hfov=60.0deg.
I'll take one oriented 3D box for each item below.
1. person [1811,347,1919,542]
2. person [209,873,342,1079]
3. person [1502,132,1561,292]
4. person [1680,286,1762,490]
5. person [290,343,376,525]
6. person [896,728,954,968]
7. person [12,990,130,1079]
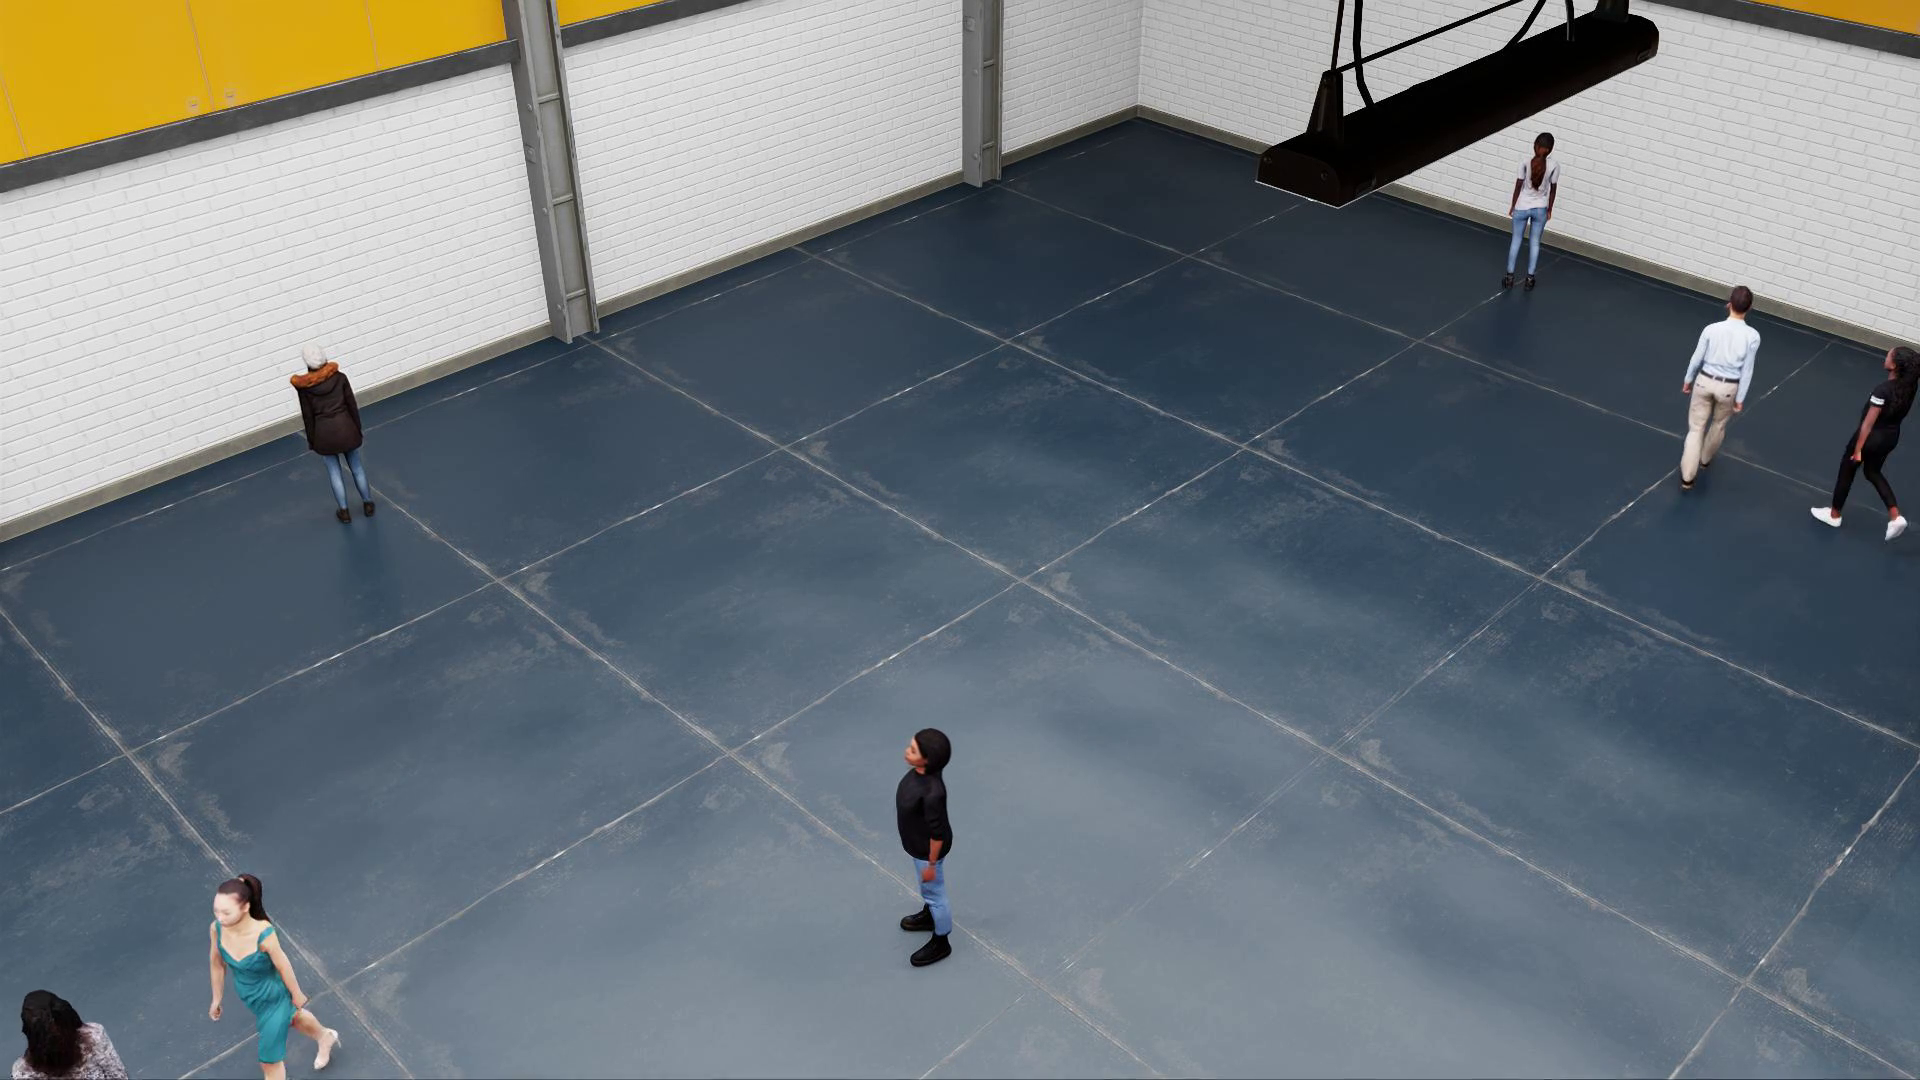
[{"bbox_3d":[7.539,-0.768,13.572,1.026,1.713,0.908,-14,36,-20],"label":"person"},{"bbox_3d":[-3.657,2.385,8.897,0.819,1.636,1.098,13,36,18],"label":"person"},{"bbox_3d":[6.068,-3.502,17.679,0.663,1.719,0.675,8,34,11],"label":"person"},{"bbox_3d":[6.449,-1.264,14.220,0.889,1.821,1.129,15,36,21],"label":"person"},{"bbox_3d":[-5.196,-0.893,13.829,0.637,1.636,0.758,-16,37,-22],"label":"person"},{"bbox_3d":[-0.181,1.775,9.757,0.698,1.702,0.663,-6,34,-9],"label":"person"},{"bbox_3d":[-4.229,2.879,8.094,0.725,1.703,1.060,26,41,33],"label":"person"}]
